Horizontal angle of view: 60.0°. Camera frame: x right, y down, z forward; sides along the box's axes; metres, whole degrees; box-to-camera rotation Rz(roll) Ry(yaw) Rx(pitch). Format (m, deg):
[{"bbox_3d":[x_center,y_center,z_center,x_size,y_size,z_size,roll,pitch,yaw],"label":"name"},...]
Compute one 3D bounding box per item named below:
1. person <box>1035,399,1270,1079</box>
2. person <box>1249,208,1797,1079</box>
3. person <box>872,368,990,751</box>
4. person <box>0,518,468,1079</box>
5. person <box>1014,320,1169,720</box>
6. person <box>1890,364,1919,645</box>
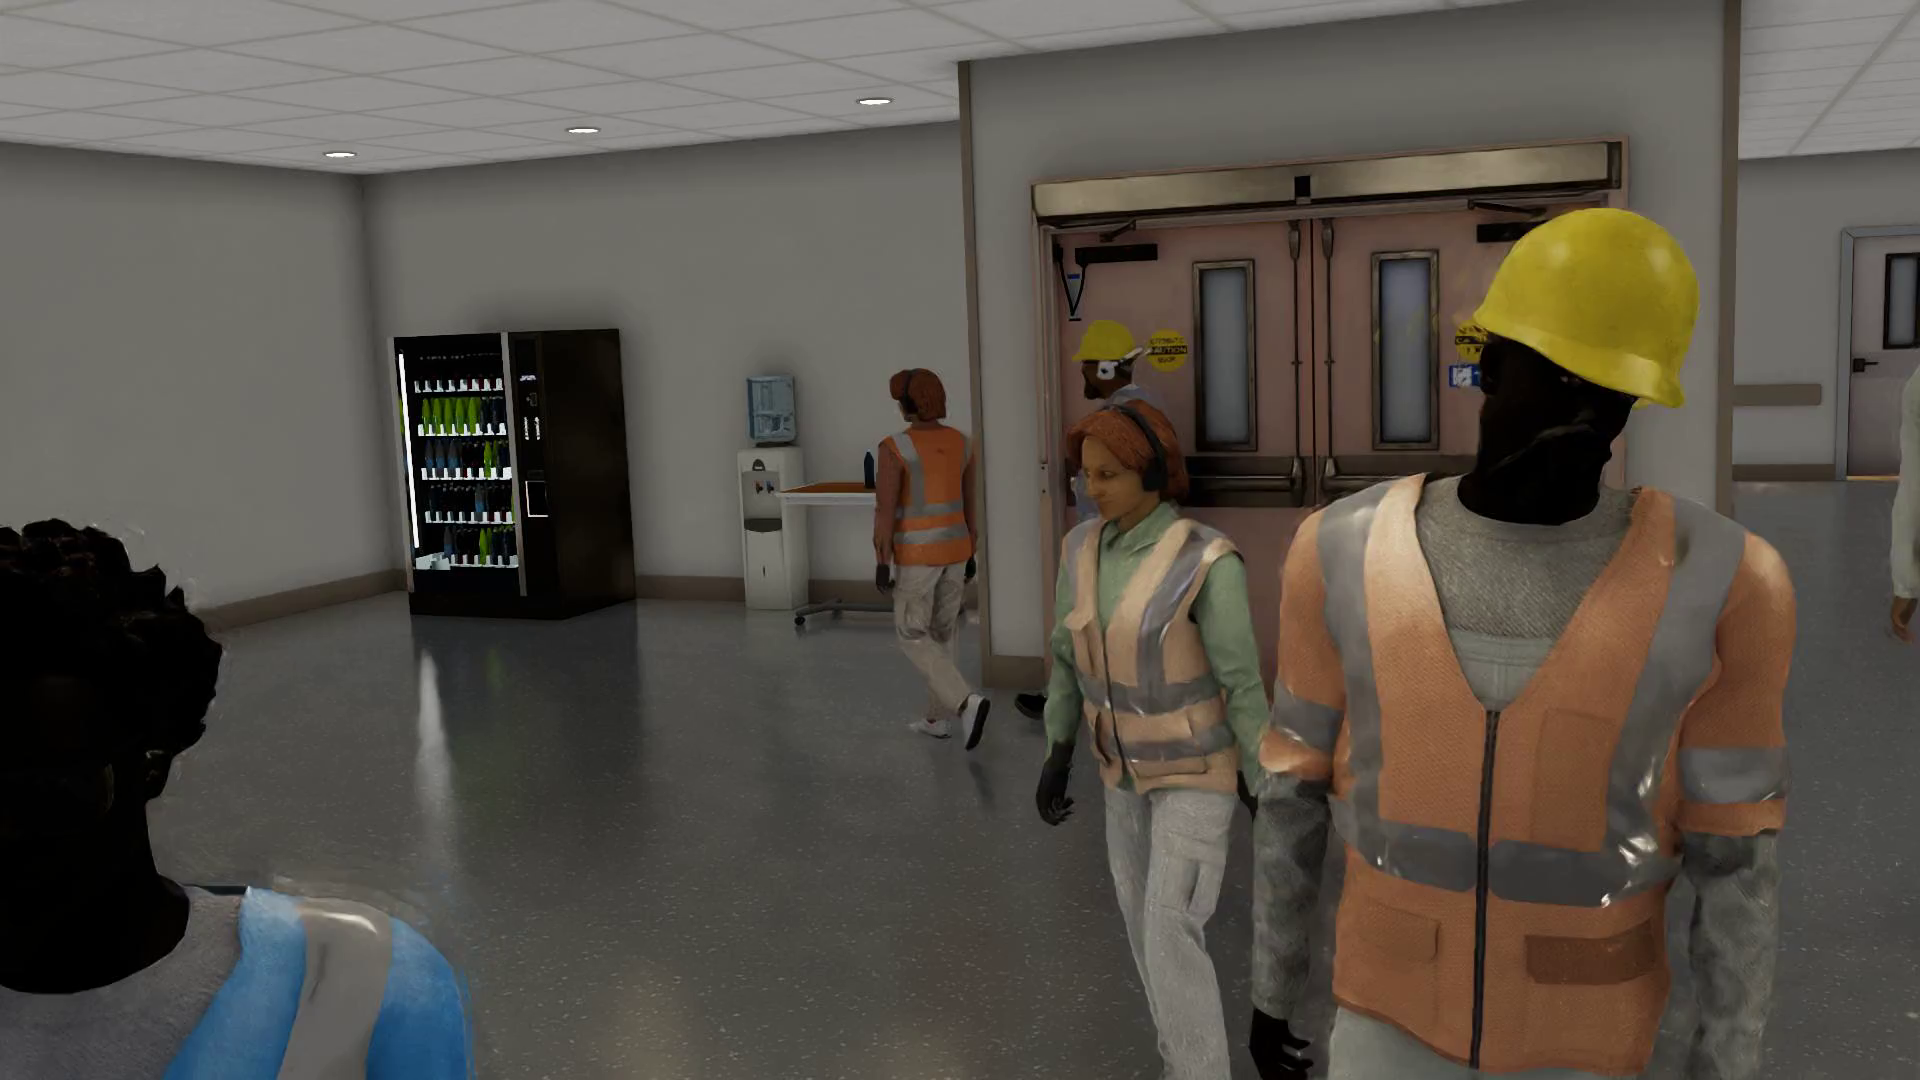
[{"bbox_3d":[0.450,0.510,3.545,0.408,1.633,0.529,-7,9,-33],"label":"person"},{"bbox_3d":[0.662,0.562,2.041,0.637,1.891,0.435,1,8,25],"label":"person"},{"bbox_3d":[-0.093,0.087,6.989,0.531,1.621,0.618,-9,10,-40],"label":"person"},{"bbox_3d":[-0.603,0.826,1.184,0.539,1.680,0.497,-3,7,-8],"label":"person"},{"bbox_3d":[0.721,-0.070,7.307,0.952,1.789,0.604,0,8,19],"label":"person"},{"bbox_3d":[3.012,0.125,4.599,0.949,1.895,0.659,-7,9,-34],"label":"person"}]
